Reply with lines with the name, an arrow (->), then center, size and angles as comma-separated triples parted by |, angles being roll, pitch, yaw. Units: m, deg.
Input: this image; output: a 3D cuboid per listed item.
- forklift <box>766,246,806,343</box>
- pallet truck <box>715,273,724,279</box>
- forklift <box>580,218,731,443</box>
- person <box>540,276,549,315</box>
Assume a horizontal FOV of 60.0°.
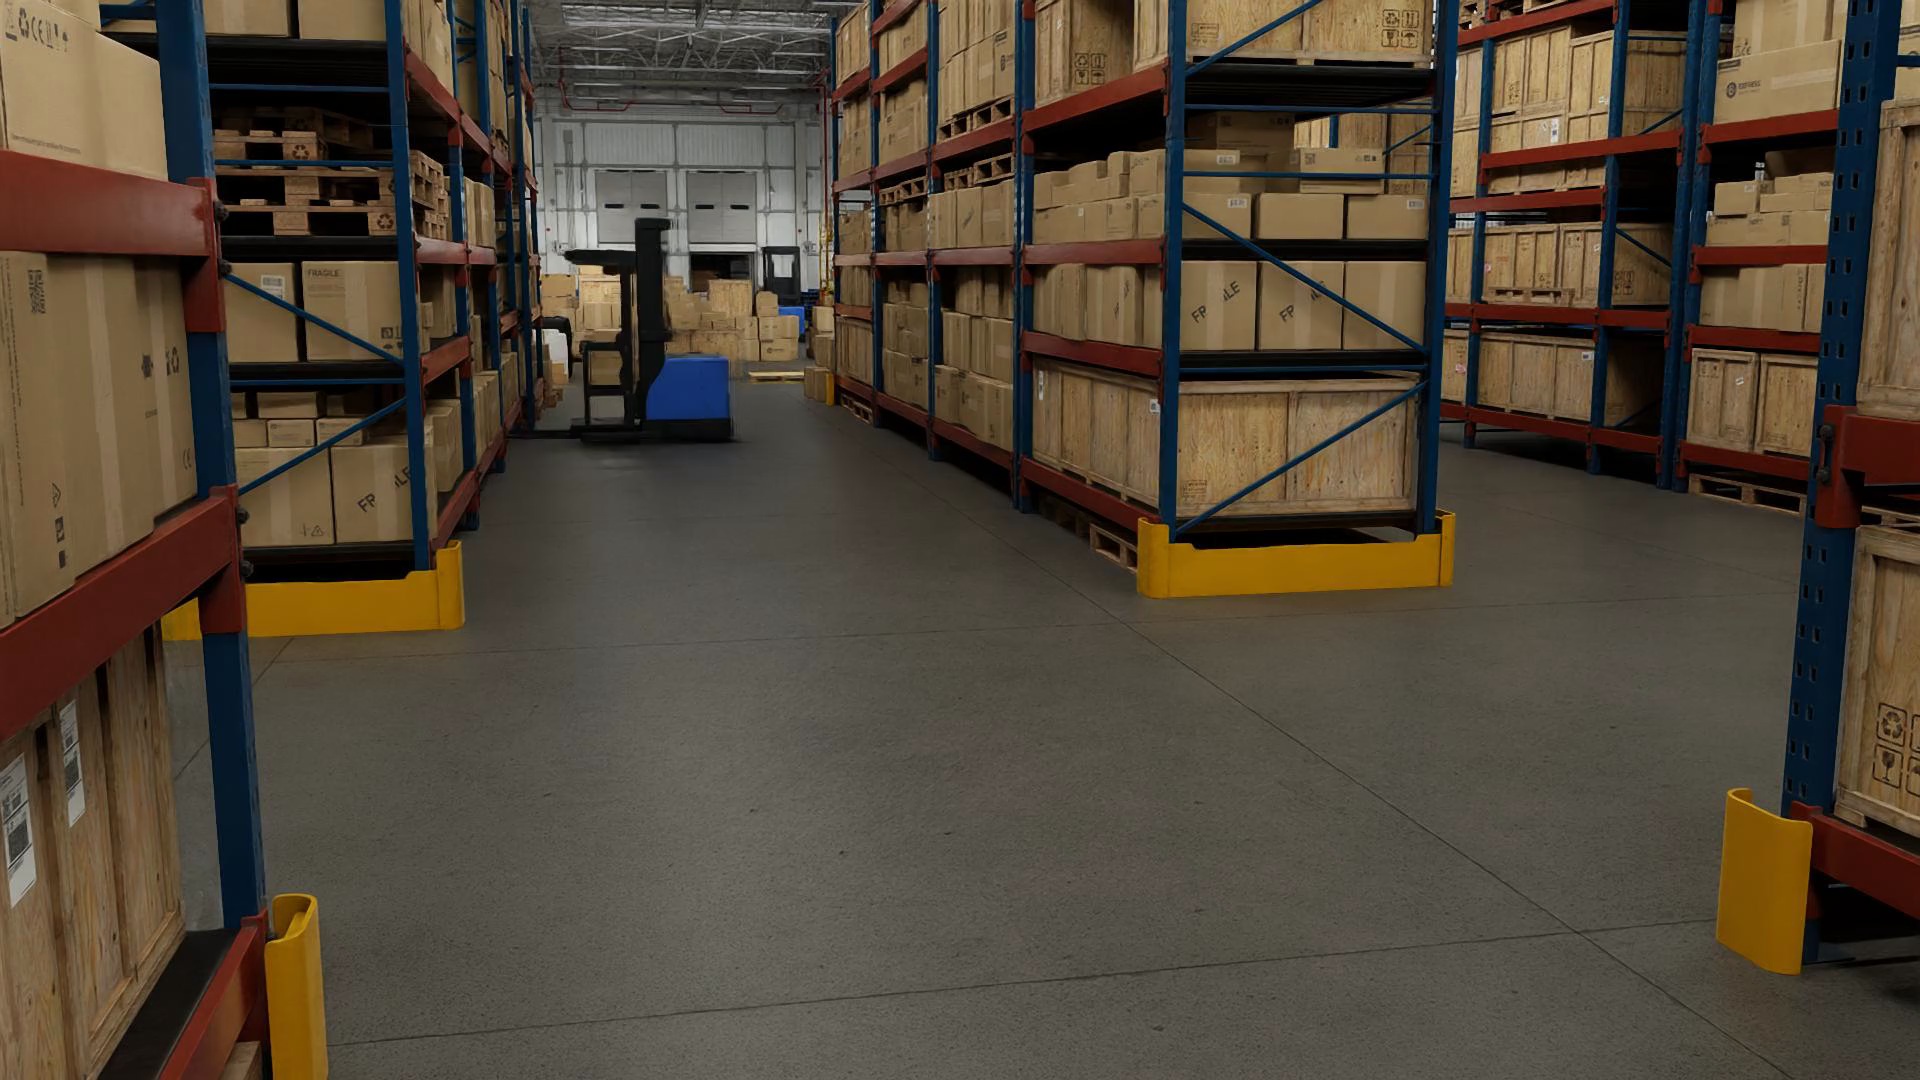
forklift -> -5.128, -7.135, 48.316 | 1.129, 2.768, 1.873 | -2, 10, -12
pallet truck -> -8.580, -8.986, 62.280 | 1.885, 1.965, 0.823 | 1, 9, 5
forklift -> -3.910, -2.677, 21.141 | 1.873, 2.768, 1.129 | -2, 10, -12
person -> -14.181, -7.979, 56.390 | 0.380, 1.917, 0.585 | 5, 11, 29
